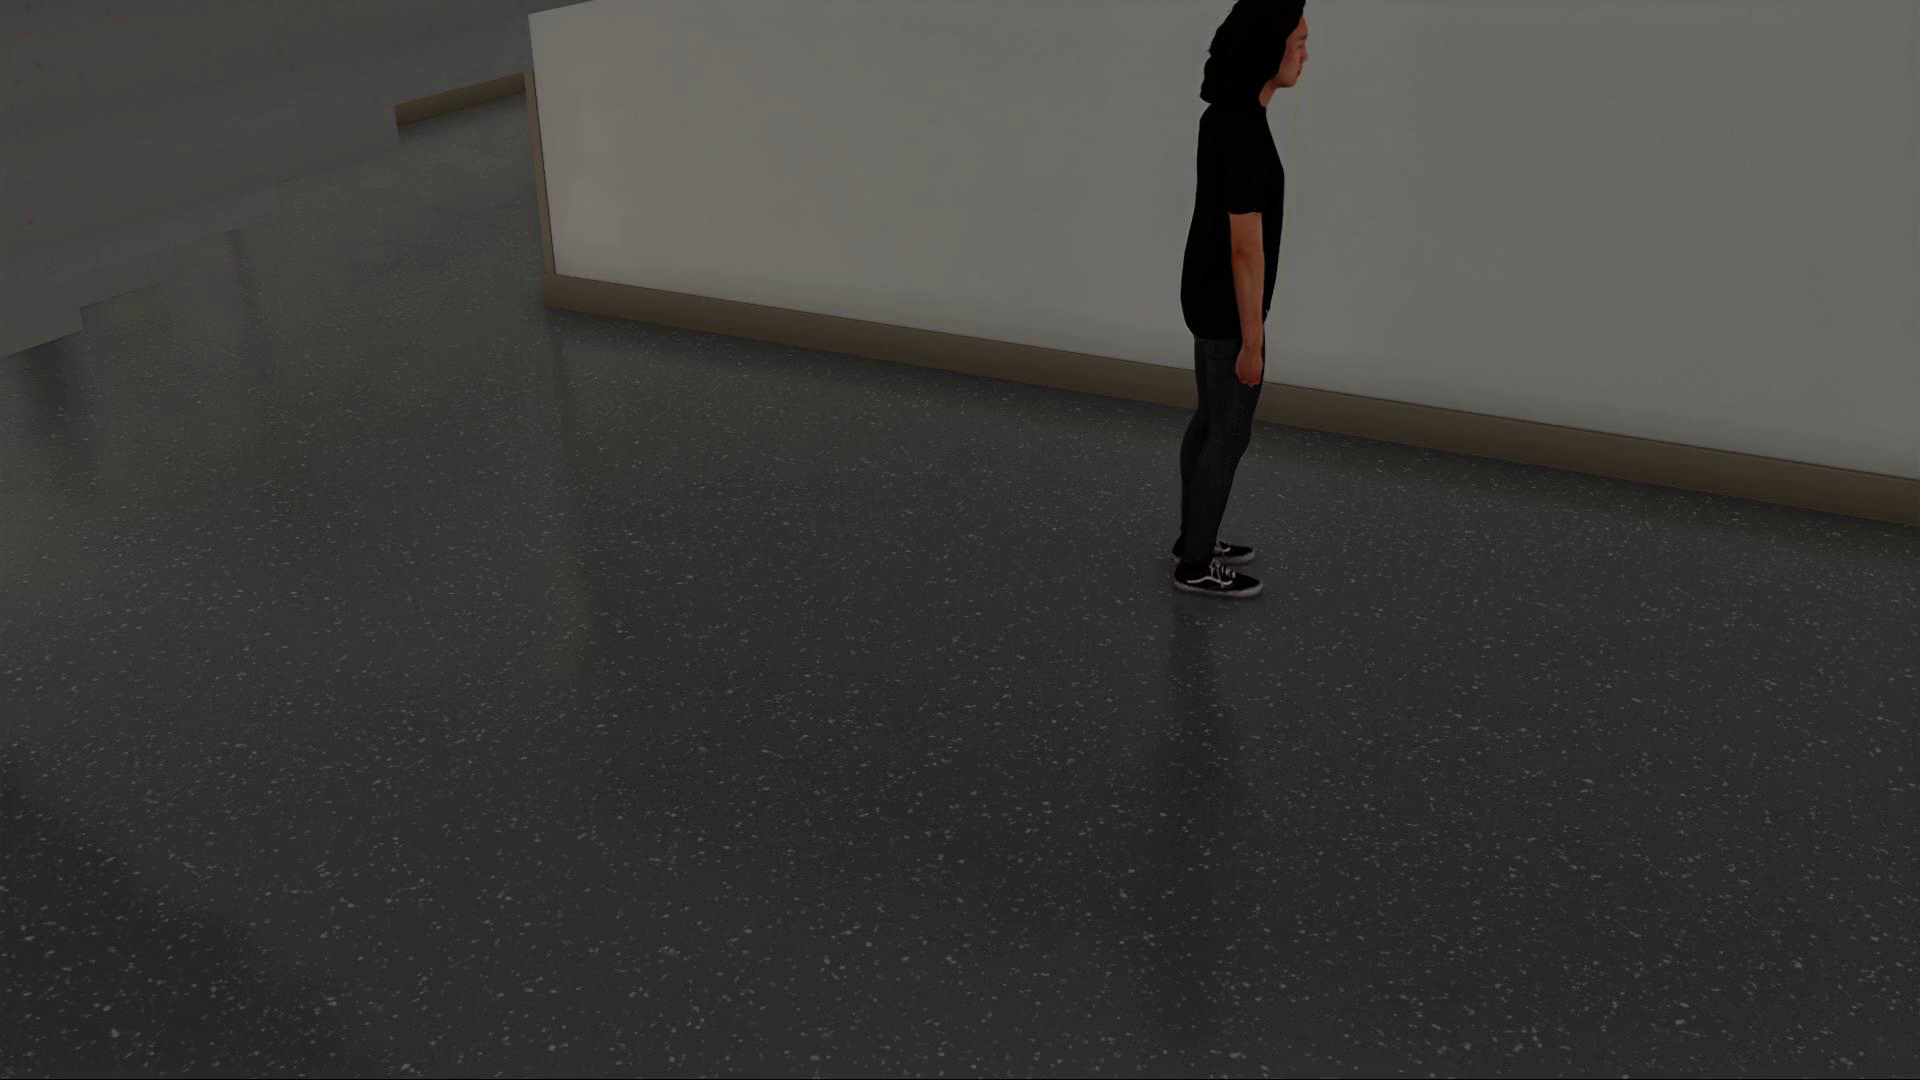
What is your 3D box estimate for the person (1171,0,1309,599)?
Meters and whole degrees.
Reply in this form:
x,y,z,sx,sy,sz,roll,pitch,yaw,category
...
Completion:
x,y,z,sx,sy,sz,roll,pitch,yaw,category
0.782,-0.703,4.926,0.700,1.824,0.710,-1,26,-3,person
